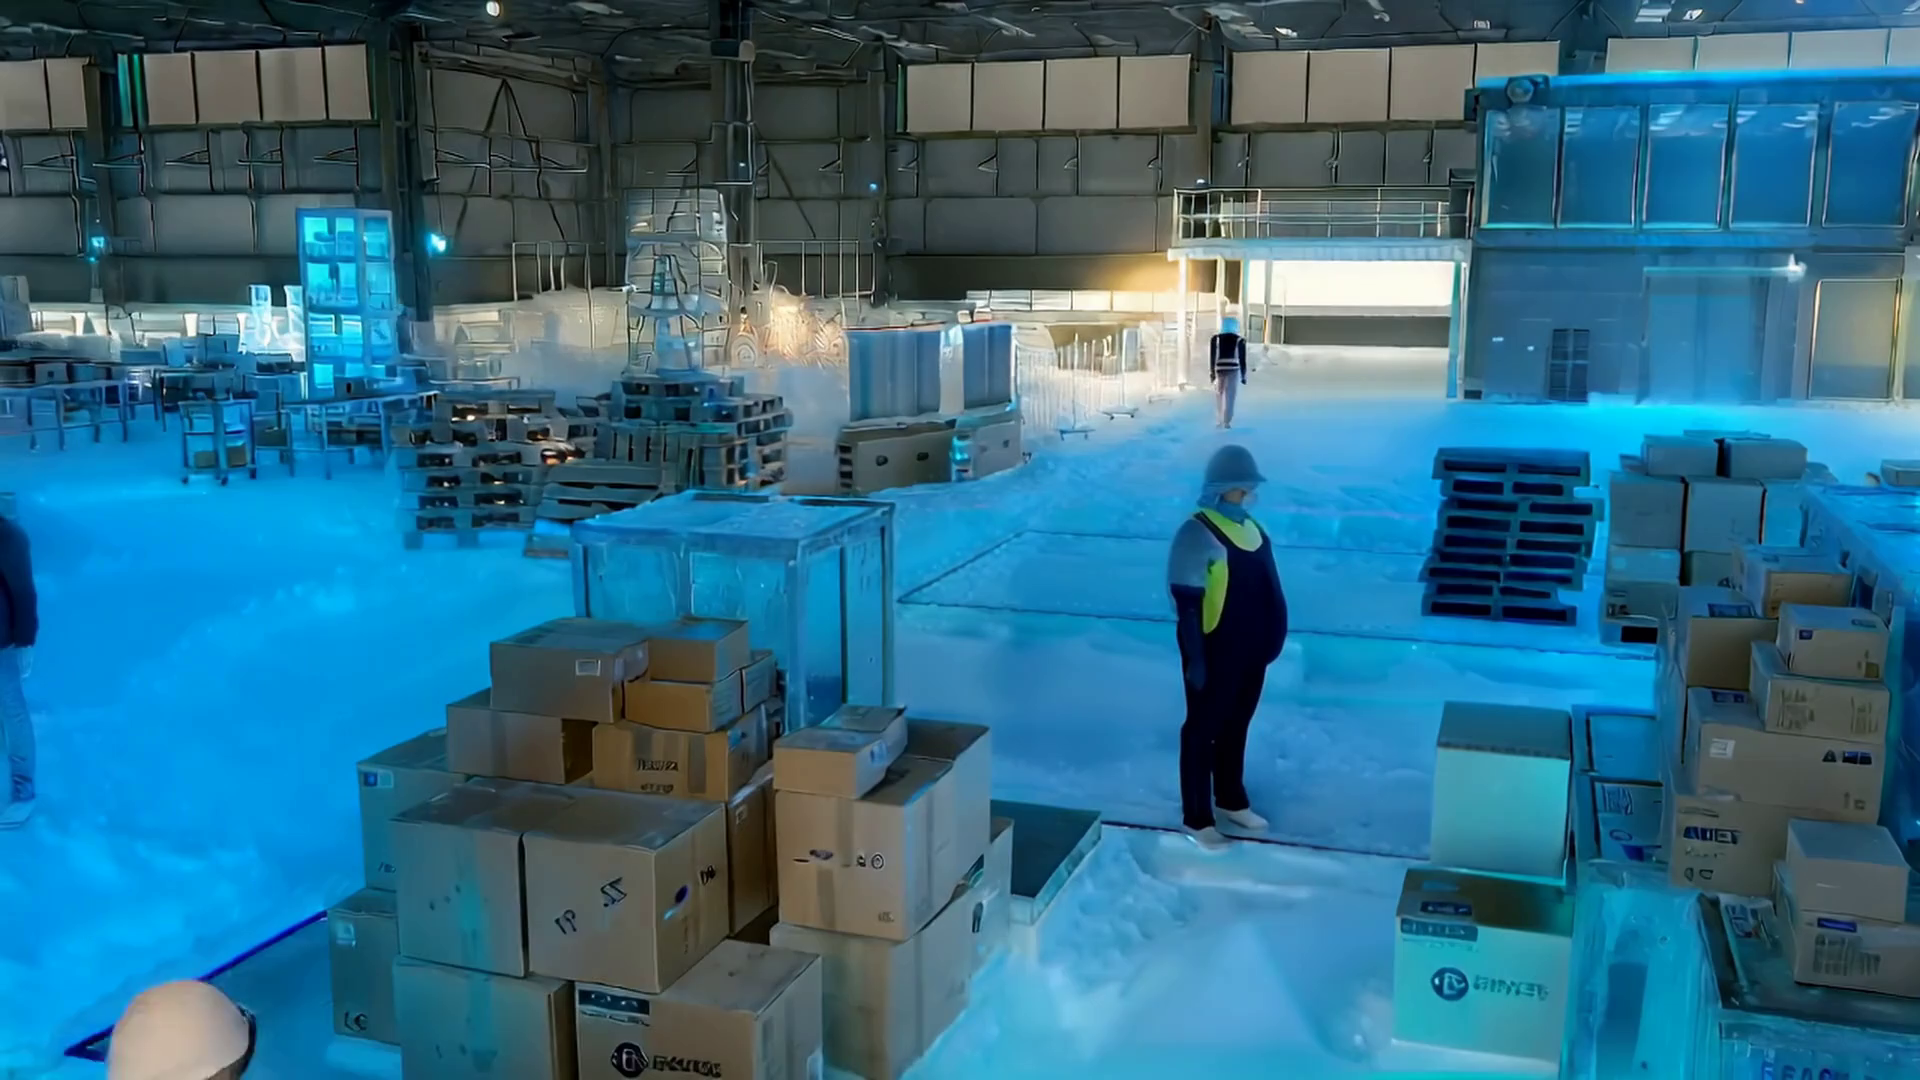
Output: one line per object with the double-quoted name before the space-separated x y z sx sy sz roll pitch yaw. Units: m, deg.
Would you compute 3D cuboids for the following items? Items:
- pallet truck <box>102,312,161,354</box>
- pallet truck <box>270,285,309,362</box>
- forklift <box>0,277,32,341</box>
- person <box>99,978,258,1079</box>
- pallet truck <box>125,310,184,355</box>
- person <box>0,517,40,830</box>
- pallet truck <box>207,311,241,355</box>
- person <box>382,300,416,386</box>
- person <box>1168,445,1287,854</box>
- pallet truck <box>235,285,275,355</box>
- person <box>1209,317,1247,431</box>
"pallet truck" -23.057 -5.777 46.261 0.680 1.201 1.601 3 11 19
"pallet truck" -17.147 -5.700 43.663 0.823 1.965 1.885 3 11 17
"forklift" -27.151 -6.329 46.328 1.157 1.987 2.680 3 11 17
"person" -1.417 1.644 3.030 0.556 1.726 0.839 6 12 31
"pallet truck" -22.038 -5.665 45.457 0.704 1.261 1.522 3 11 17
"person" -5.101 0.529 8.623 0.610 1.984 0.399 1 10 6
"pallet truck" -19.537 -5.575 44.913 0.653 1.274 1.630 3 11 19
"person" -10.900 -3.690 32.373 0.617 2.004 1.008 -7 12 -35
"person" 1.390 0.536 8.419 0.538 2.000 0.681 8 13 39
"pallet truck" -18.327 -5.835 44.421 0.823 1.965 1.885 4 11 23
"person" 4.391 -2.715 27.224 0.603 1.862 0.565 3 11 17
